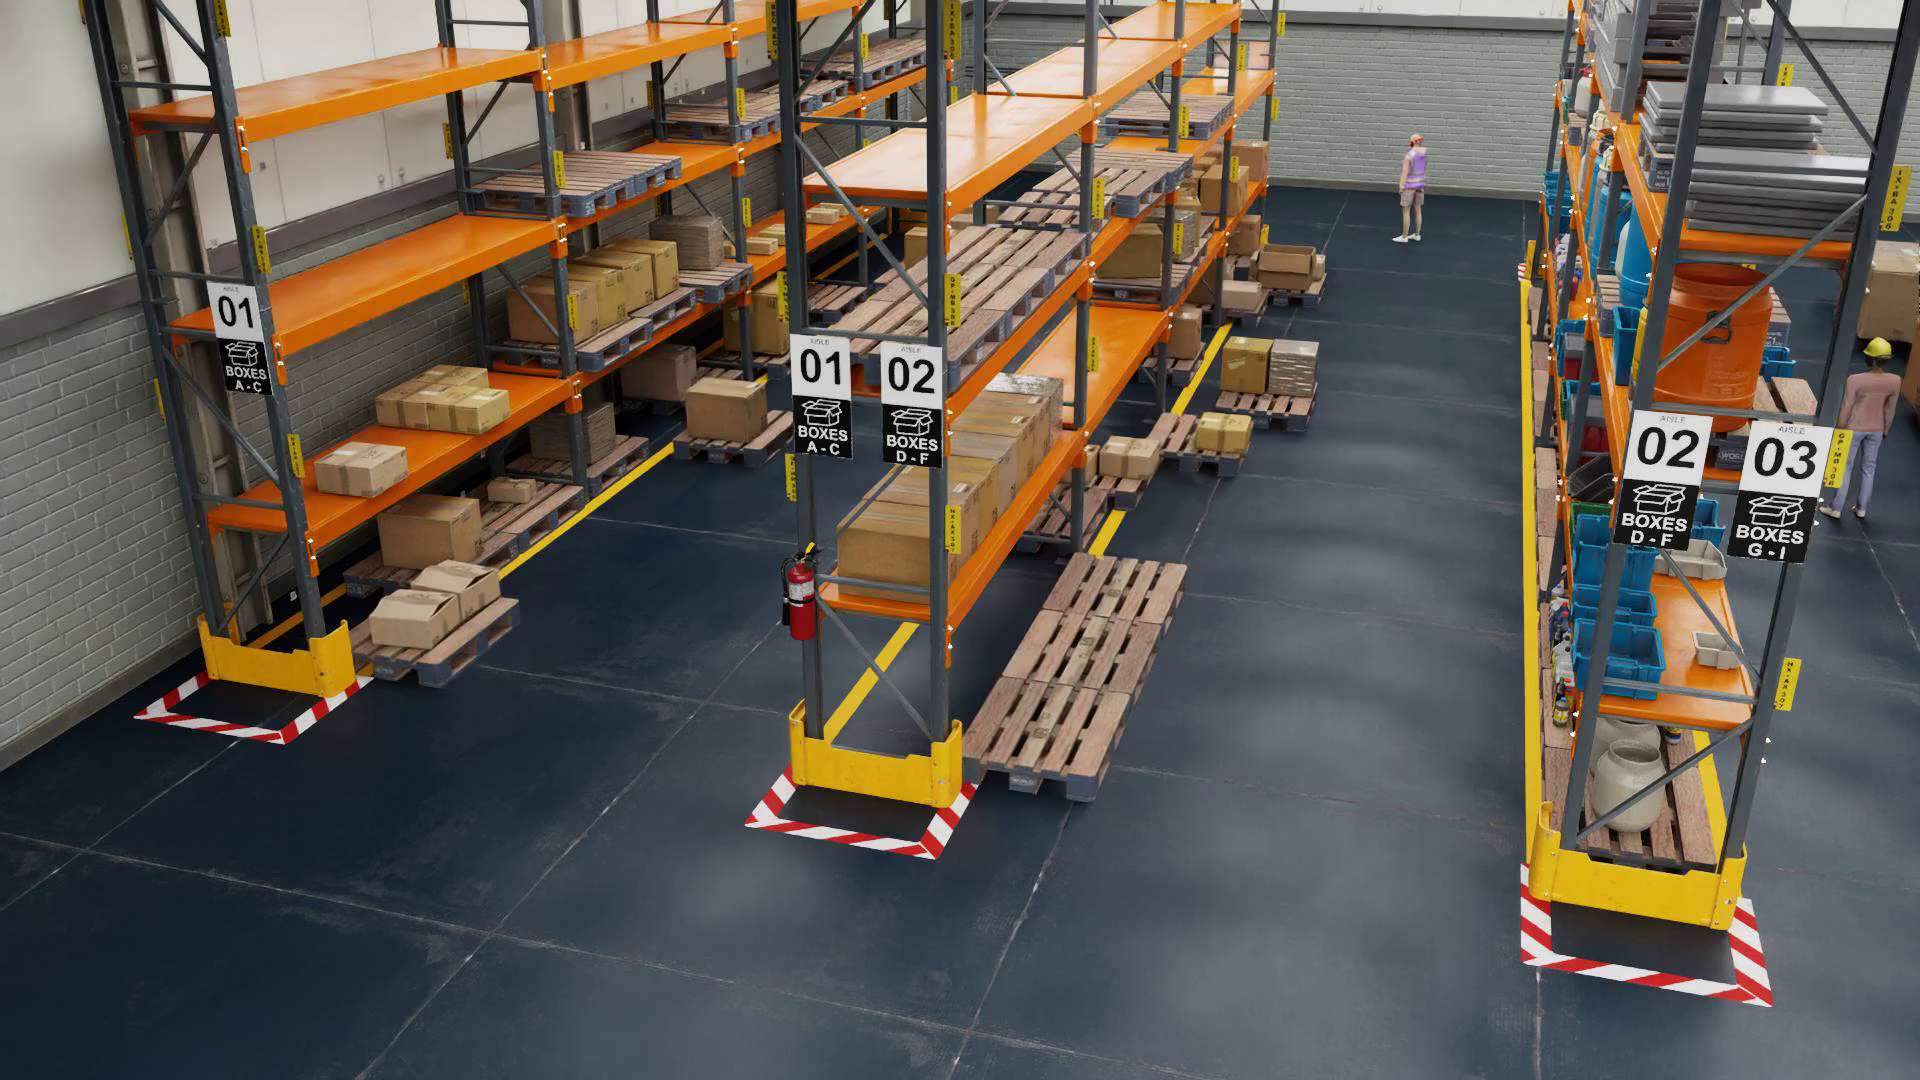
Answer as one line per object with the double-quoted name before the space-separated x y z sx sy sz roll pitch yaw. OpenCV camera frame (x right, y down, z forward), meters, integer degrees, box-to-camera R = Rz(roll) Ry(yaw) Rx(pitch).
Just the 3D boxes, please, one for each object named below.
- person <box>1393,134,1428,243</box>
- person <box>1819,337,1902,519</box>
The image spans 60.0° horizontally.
"person" 7.135 -5.543 26.239 0.483 1.686 0.353 -14 27 -28
"person" 8.514 -1.048 15.711 0.533 1.767 0.314 0 23 -1
